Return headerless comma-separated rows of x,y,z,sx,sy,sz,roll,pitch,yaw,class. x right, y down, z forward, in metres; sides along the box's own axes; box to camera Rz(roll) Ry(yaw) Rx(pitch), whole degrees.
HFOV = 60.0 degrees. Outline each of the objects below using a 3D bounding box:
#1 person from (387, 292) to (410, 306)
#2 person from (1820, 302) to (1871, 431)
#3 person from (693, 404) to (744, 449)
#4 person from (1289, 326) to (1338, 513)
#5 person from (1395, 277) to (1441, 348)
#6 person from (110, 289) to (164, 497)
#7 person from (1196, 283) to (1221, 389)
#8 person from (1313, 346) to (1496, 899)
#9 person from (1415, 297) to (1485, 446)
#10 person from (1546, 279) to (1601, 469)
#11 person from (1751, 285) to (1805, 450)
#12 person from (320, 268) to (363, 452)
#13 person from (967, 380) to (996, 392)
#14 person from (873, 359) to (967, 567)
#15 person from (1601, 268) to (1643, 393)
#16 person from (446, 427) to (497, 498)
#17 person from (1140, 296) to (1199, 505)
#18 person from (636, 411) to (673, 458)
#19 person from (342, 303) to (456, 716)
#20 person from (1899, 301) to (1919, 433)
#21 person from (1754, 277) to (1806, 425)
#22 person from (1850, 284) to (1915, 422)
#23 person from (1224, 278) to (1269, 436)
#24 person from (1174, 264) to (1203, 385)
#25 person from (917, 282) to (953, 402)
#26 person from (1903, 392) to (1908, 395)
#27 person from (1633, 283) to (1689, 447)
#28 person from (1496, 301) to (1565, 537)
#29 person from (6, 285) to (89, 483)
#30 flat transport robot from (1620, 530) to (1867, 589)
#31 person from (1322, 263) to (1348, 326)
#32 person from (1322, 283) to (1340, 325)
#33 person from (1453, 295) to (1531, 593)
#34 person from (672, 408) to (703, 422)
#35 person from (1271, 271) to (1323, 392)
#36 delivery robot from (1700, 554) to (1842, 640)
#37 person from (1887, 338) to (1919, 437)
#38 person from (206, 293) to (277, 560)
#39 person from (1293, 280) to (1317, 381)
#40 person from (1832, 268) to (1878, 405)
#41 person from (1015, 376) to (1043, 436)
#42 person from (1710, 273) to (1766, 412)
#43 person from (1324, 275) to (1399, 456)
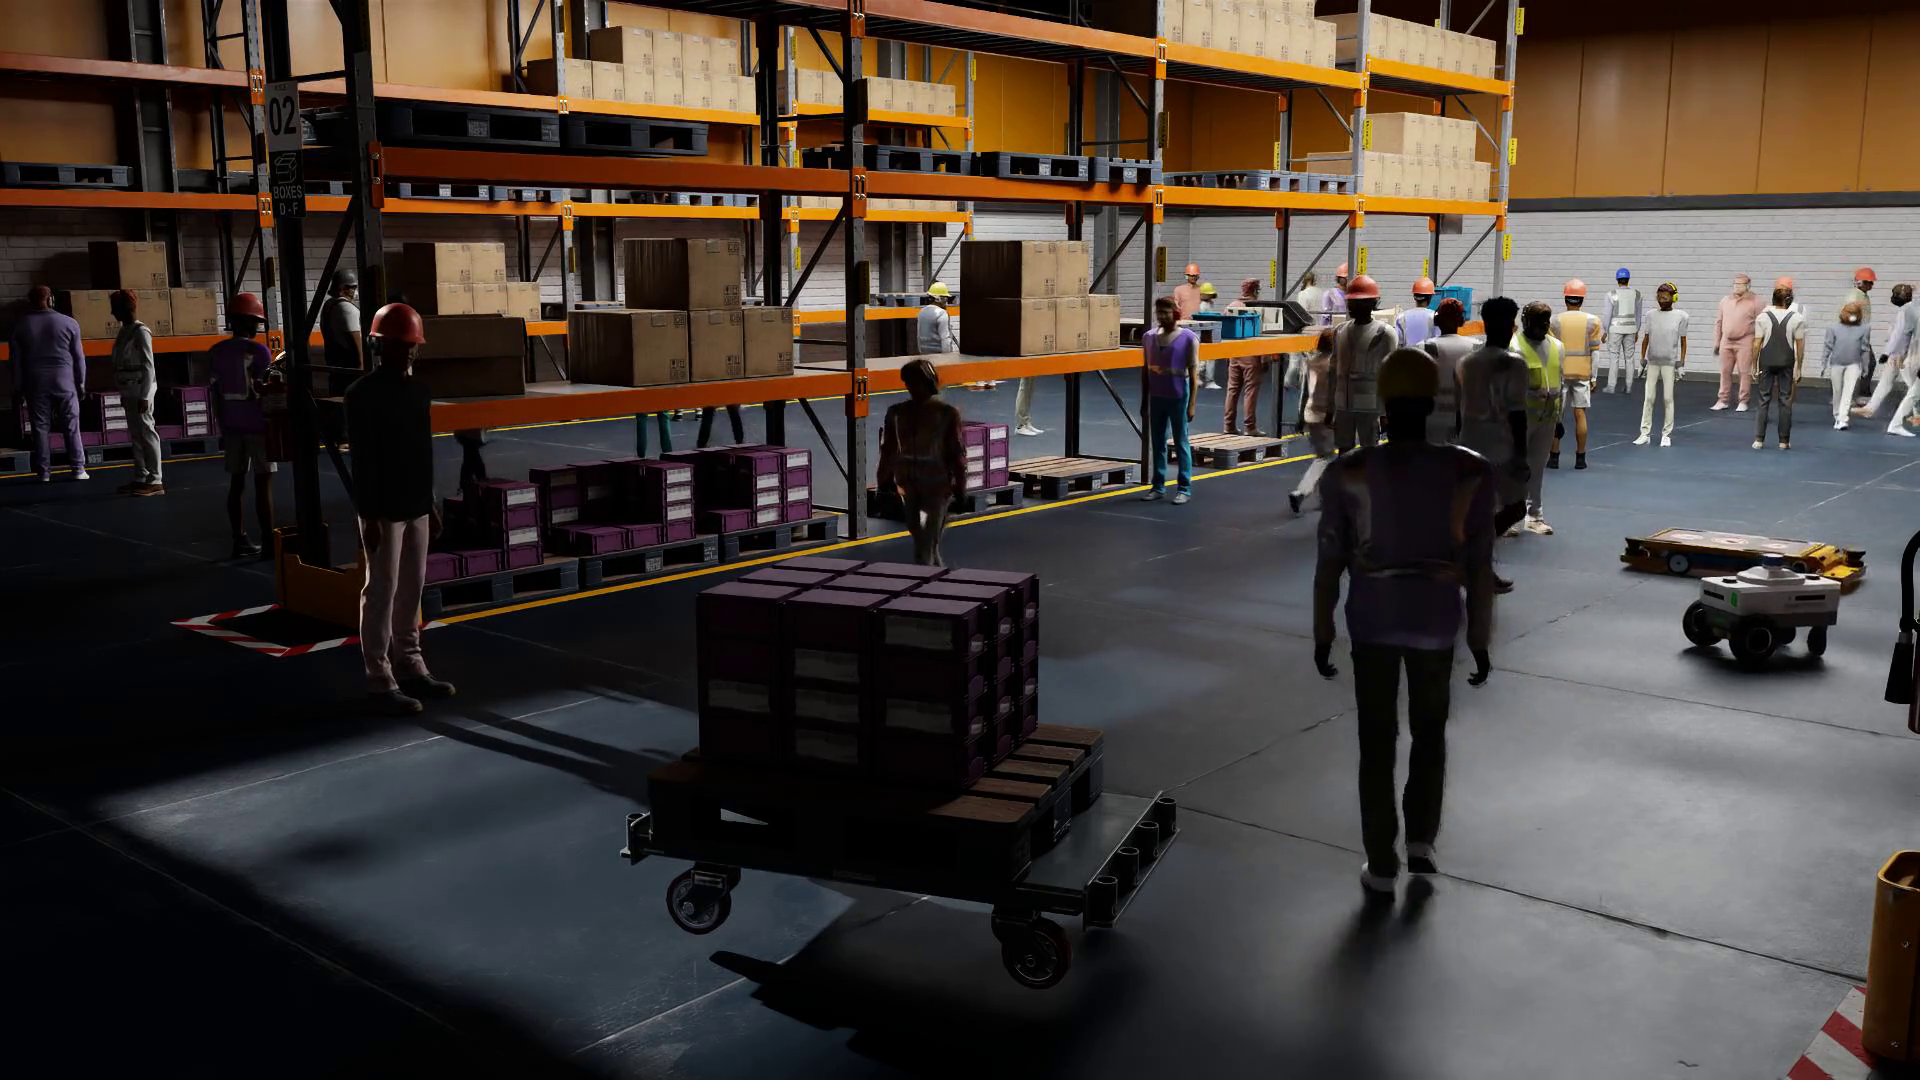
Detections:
-5.048,-1.308,15.066,0.594,1.875,0.909,-5,11,-26,person
10.957,-2.147,20.587,0.536,1.581,0.821,5,11,24,person
-2.525,-1.589,17.243,0.547,1.644,0.876,5,11,28,person
3.039,-1.005,14.067,0.757,1.604,0.533,-8,13,-37,person
4.951,-1.847,17.917,0.542,1.938,0.358,6,12,31,person
-7.519,-1.337,15.162,0.355,1.887,0.573,-10,14,-44,person
3.967,-3.274,26.710,0.489,1.704,0.536,4,11,24,person
1.533,0.291,5.801,0.606,1.915,0.455,2,10,9,person
3.692,-0.893,12.638,0.584,1.882,0.337,-1,10,-7,person
6.235,-1.687,17.003,0.543,1.939,0.360,3,10,15,person
9.156,-1.927,18.641,0.515,1.841,0.329,5,11,26,person
-6.692,-1.967,18.306,0.682,2.000,0.537,10,14,44,person
0.359,-3.309,26.268,0.361,1.932,0.628,9,14,42,person
-0.240,-0.290,10.017,0.535,1.590,0.862,5,11,26,person
10.294,-3.249,25.892,0.602,1.940,0.402,-1,10,-3,person
-4.315,-1.091,14.416,0.548,1.641,0.888,3,10,17,person
1.858,-1.235,14.730,0.565,1.837,0.389,8,13,39,person
-3.198,-1.640,17.233,0.532,1.765,0.328,-1,10,-5,person
-2.739,-0.157,8.147,0.392,1.990,0.612,3,10,15,person
12.023,-2.298,20.632,0.632,1.909,0.966,8,13,37,person
10.499,-2.402,21.271,0.553,1.881,0.982,2,10,12,person
12.234,-2.424,21.645,0.953,1.793,0.628,5,11,25,person
3.473,-2.199,20.053,0.396,1.900,0.650,-9,13,-42,person
3.802,-3.548,27.441,0.612,1.995,0.376,-3,10,-15,person
-0.290,-2.294,20.777,0.403,1.826,0.594,-7,12,-34,person
14.731,-3.077,25.414,0.533,1.766,0.311,-2,10,-9,person
8.009,-1.995,18.975,0.520,1.865,0.328,8,13,38,person
4.482,-0.948,13.070,0.621,1.845,0.429,-3,10,-17,person
-8.766,-1.493,16.017,0.639,1.901,0.402,-5,11,-25,person
5.417,0.110,11.519,1.431,0.197,0.652,9,13,40,flat transport robot
5.402,-2.870,23.440,0.614,2.042,0.373,-2,10,-13,person
5.697,-3.006,24.678,0.663,1.871,0.876,6,12,32,person
3.389,-0.585,10.674,0.564,1.953,0.637,-4,11,-24,person
-3.573,-2.458,21.681,0.599,1.836,0.404,-3,11,-19,person
5.313,-3.225,25.859,0.941,1.898,0.661,10,14,44,person
4.504,0.321,9.243,0.707,0.478,0.477,-2,10,-11,delivery robot
11.564,-2.123,19.679,0.987,1.870,0.586,6,12,32,person
-5.139,-0.812,12.056,0.543,1.928,0.372,3,10,17,person
5.882,-3.609,28.241,0.403,1.835,0.586,-1,10,-4,person
12.890,-2.885,23.729,0.620,1.964,0.747,-7,12,-36,person
0.839,-2.189,20.070,0.309,1.864,0.535,4,11,19,person
10.751,-2.728,23.020,0.403,1.906,0.651,-8,13,-39,person
3.125,-1.052,13.088,0.372,2.042,0.615,-8,13,-40,person
